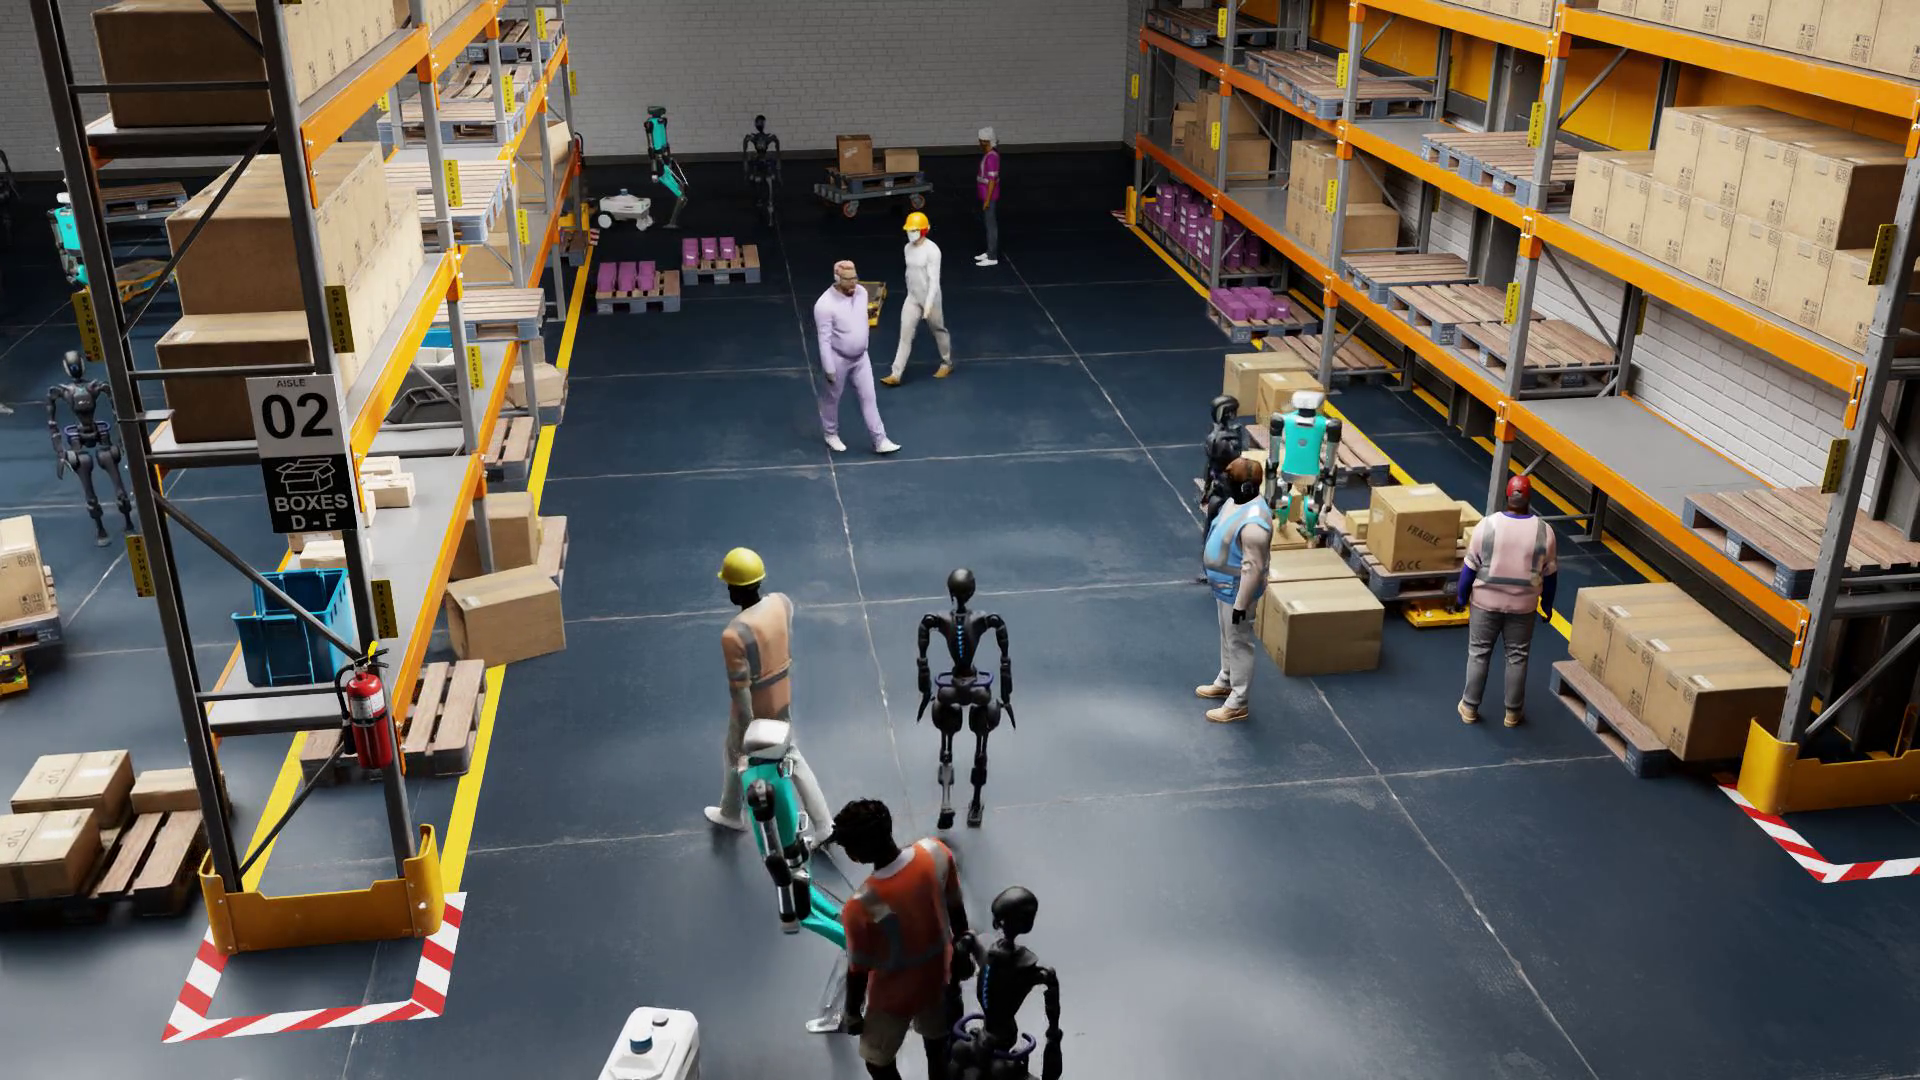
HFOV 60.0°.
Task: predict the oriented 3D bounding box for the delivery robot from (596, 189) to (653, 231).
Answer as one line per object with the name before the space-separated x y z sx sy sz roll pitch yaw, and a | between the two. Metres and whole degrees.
delivery robot | -4.892 -4.829 24.313 0.769 0.587 0.499 4 24 10

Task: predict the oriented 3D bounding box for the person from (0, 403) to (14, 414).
person | -9.818 -2.126 16.455 0.438 1.942 0.507 8 25 17

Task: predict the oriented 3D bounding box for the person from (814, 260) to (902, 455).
person | -0.989 -1.659 15.465 0.679 1.862 0.939 -21 31 -39

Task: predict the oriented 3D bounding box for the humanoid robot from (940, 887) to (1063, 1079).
humanoid robot | 0.160 2.179 6.965 0.608 1.648 0.321 15 28 30

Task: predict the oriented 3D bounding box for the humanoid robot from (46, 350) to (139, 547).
humanoid robot | -7.104 -0.747 13.625 0.589 1.655 0.340 -15 28 -30

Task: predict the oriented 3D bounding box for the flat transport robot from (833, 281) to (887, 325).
flat transport robot | -1.278 -2.896 20.277 0.659 0.231 1.431 1 24 2

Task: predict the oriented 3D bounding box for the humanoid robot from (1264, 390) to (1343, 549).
humanoid robot | 2.591 -0.355 12.648 0.540 1.766 0.697 6 25 14

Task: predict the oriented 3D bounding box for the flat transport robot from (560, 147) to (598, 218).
flat transport robot | -6.221 -4.976 25.013 1.431 0.231 0.659 -1 24 -2

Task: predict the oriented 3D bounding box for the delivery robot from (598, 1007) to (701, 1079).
delivery robot | -1.444 2.497 7.619 0.499 0.583 0.777 3 24 8

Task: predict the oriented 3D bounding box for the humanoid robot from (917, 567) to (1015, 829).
humanoid robot | 0.028 0.959 9.731 0.591 1.645 0.476 2 24 4

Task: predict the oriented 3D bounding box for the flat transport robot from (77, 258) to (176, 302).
flat transport robot | -10.553 -3.316 21.233 0.659 0.231 1.431 4 24 10

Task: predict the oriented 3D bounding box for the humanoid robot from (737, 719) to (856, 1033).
humanoid robot | -0.662 1.689 8.066 0.750 1.820 0.543 -1 24 -3

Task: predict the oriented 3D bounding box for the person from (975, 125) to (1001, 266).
person | 0.370 -4.588 22.168 0.340 1.847 0.506 0 24 0

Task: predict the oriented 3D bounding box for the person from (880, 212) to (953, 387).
person | -0.420 -2.523 17.482 0.555 1.843 1.029 18 29 35

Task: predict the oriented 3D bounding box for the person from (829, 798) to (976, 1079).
person | -0.198 1.909 7.286 0.760 1.928 0.370 -21 31 -39

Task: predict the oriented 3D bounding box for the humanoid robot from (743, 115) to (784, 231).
humanoid robot | -2.859 -5.345 24.157 0.590 1.642 0.731 -2 24 -5

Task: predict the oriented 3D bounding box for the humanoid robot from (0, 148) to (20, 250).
humanoid robot | -13.406 -4.855 23.045 0.608 1.643 0.722 -12 26 -25

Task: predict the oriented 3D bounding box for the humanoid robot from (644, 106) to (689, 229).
humanoid robot | -4.150 -5.335 24.017 0.672 1.808 0.535 7 25 16

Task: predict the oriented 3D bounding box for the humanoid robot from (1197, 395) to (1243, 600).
humanoid robot | 2.026 -0.341 12.715 0.376 1.647 0.618 -6 24 -13

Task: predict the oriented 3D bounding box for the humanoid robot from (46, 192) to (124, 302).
humanoid robot | -9.849 -3.146 18.914 0.530 1.717 0.700 2 24 4

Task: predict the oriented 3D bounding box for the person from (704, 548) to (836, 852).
person | -1.115 0.924 9.563 0.927 1.888 0.583 17 29 33

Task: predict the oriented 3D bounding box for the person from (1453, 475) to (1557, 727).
person | 3.572 0.402 10.921 0.624 1.746 0.419 5 24 12

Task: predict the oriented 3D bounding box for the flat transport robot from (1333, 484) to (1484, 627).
flat transport robot | 3.611 0.285 13.029 0.659 0.231 1.431 -3 24 -7

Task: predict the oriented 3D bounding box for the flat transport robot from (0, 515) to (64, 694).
flat transport robot | -7.091 0.778 11.907 0.659 0.231 1.431 -13 27 -27

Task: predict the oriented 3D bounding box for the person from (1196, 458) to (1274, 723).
person | 1.813 0.318 10.996 0.429 1.846 0.625 -1 24 -2
